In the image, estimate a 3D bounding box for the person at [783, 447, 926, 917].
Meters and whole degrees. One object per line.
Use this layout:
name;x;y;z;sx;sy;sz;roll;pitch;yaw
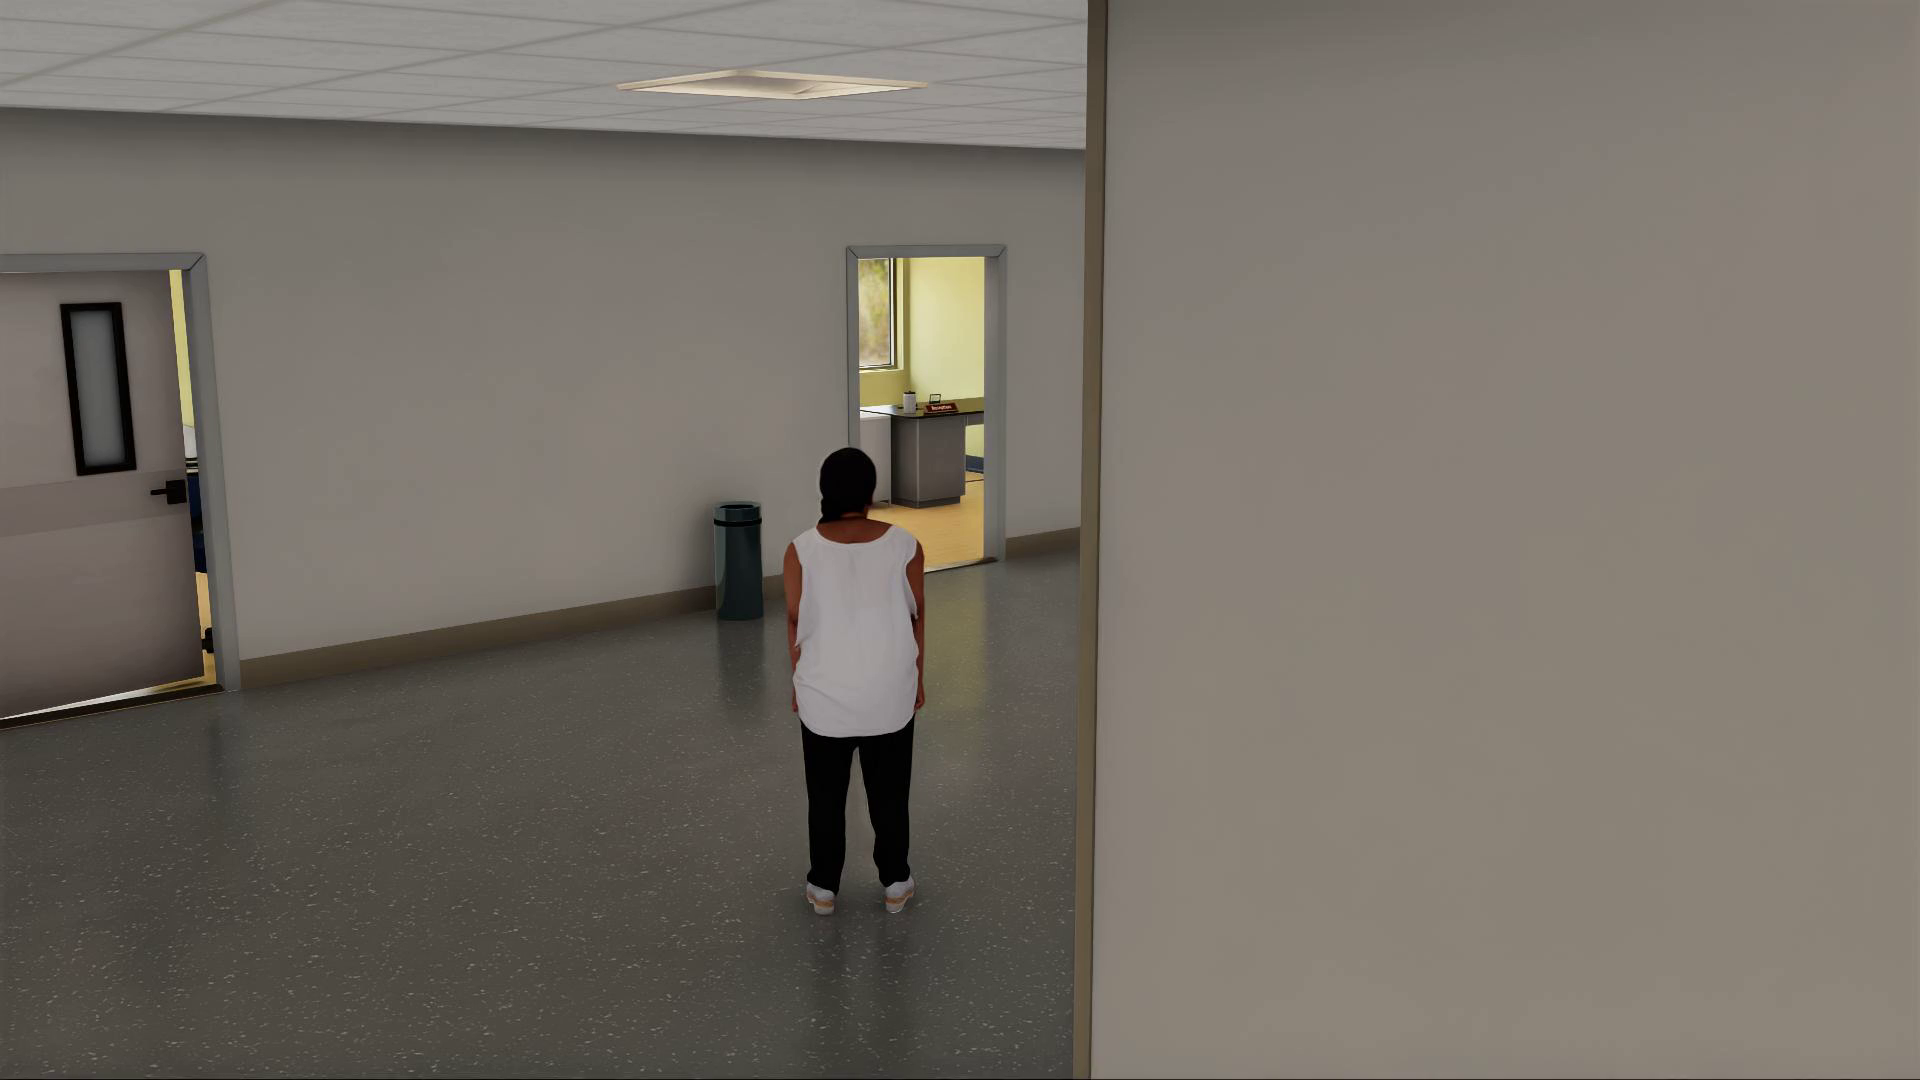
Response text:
person;-0.378;0.500;5.952;0.735;1.688;0.821;-1;11;-4
